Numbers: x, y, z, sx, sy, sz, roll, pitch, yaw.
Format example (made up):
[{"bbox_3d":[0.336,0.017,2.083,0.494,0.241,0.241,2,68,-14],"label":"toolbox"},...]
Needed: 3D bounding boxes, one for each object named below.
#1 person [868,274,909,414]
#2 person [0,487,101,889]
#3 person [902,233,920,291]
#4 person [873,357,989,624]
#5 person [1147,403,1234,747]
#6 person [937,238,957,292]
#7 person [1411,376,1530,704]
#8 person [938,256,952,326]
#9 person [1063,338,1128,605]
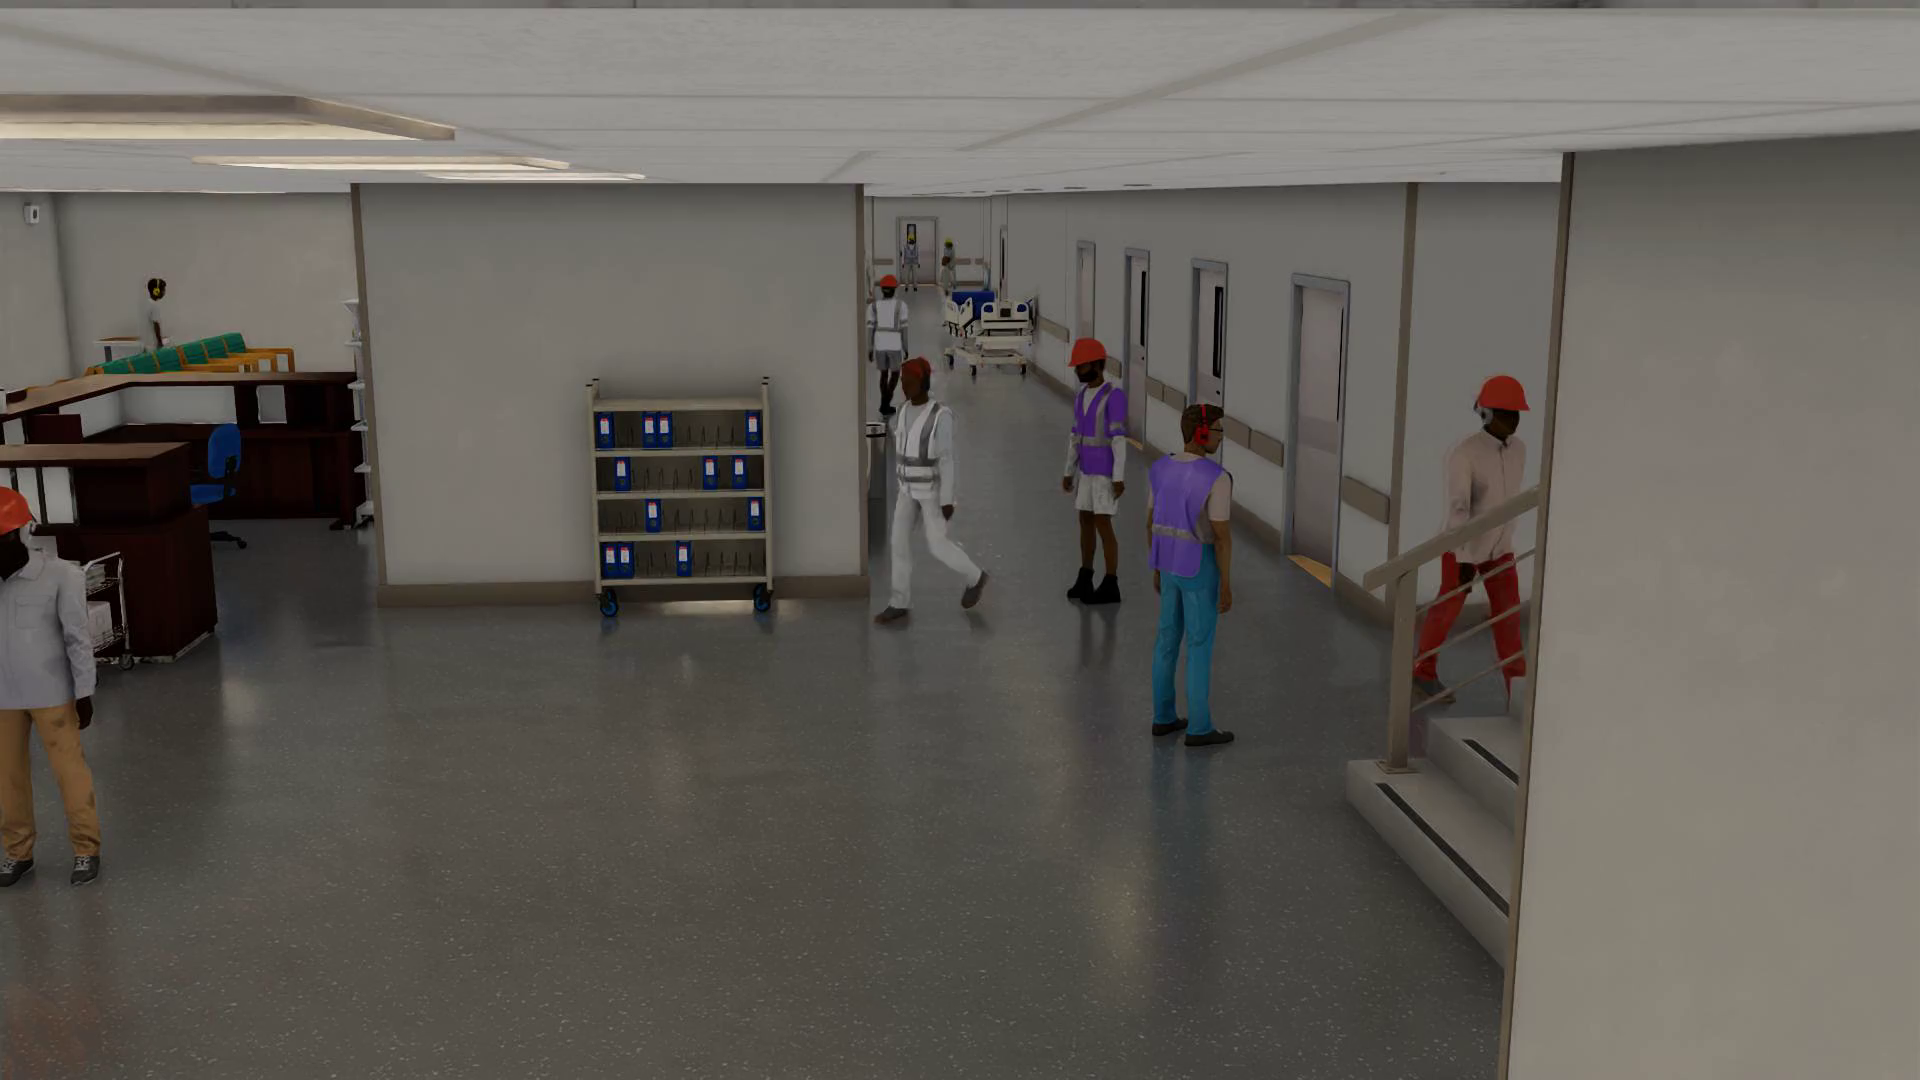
[{"bbox_3d":[-0.993,-2.620,22.467,0.567,1.920,0.703,3,12,15],"label":"person"},{"bbox_3d":[-3.949,0.629,7.022,0.563,1.742,0.361,-1,12,-5],"label":"person"},{"bbox_3d":[-1.569,-8.917,53.431,0.600,1.835,0.404,-2,12,-11],"label":"person"},{"bbox_3d":[-0.195,-0.358,11.595,0.867,1.856,0.579,-10,15,-39],"label":"person"},{"bbox_3d":[1.222,0.189,8.933,0.381,1.839,0.566,-9,14,-36],"label":"person"},{"bbox_3d":[-0.385,-8.740,52.900,0.499,1.691,0.901,8,14,35],"label":"person"},{"bbox_3d":[2.950,0.045,9.360,0.648,1.944,1.010,-6,13,-29],"label":"person"},{"bbox_3d":[-0.347,-5.813,38.798,0.337,1.624,0.552,-1,12,-4],"label":"person"},{"bbox_3d":[0.986,-0.513,12.154,0.402,1.925,0.554,-6,13,-28],"label":"person"}]
